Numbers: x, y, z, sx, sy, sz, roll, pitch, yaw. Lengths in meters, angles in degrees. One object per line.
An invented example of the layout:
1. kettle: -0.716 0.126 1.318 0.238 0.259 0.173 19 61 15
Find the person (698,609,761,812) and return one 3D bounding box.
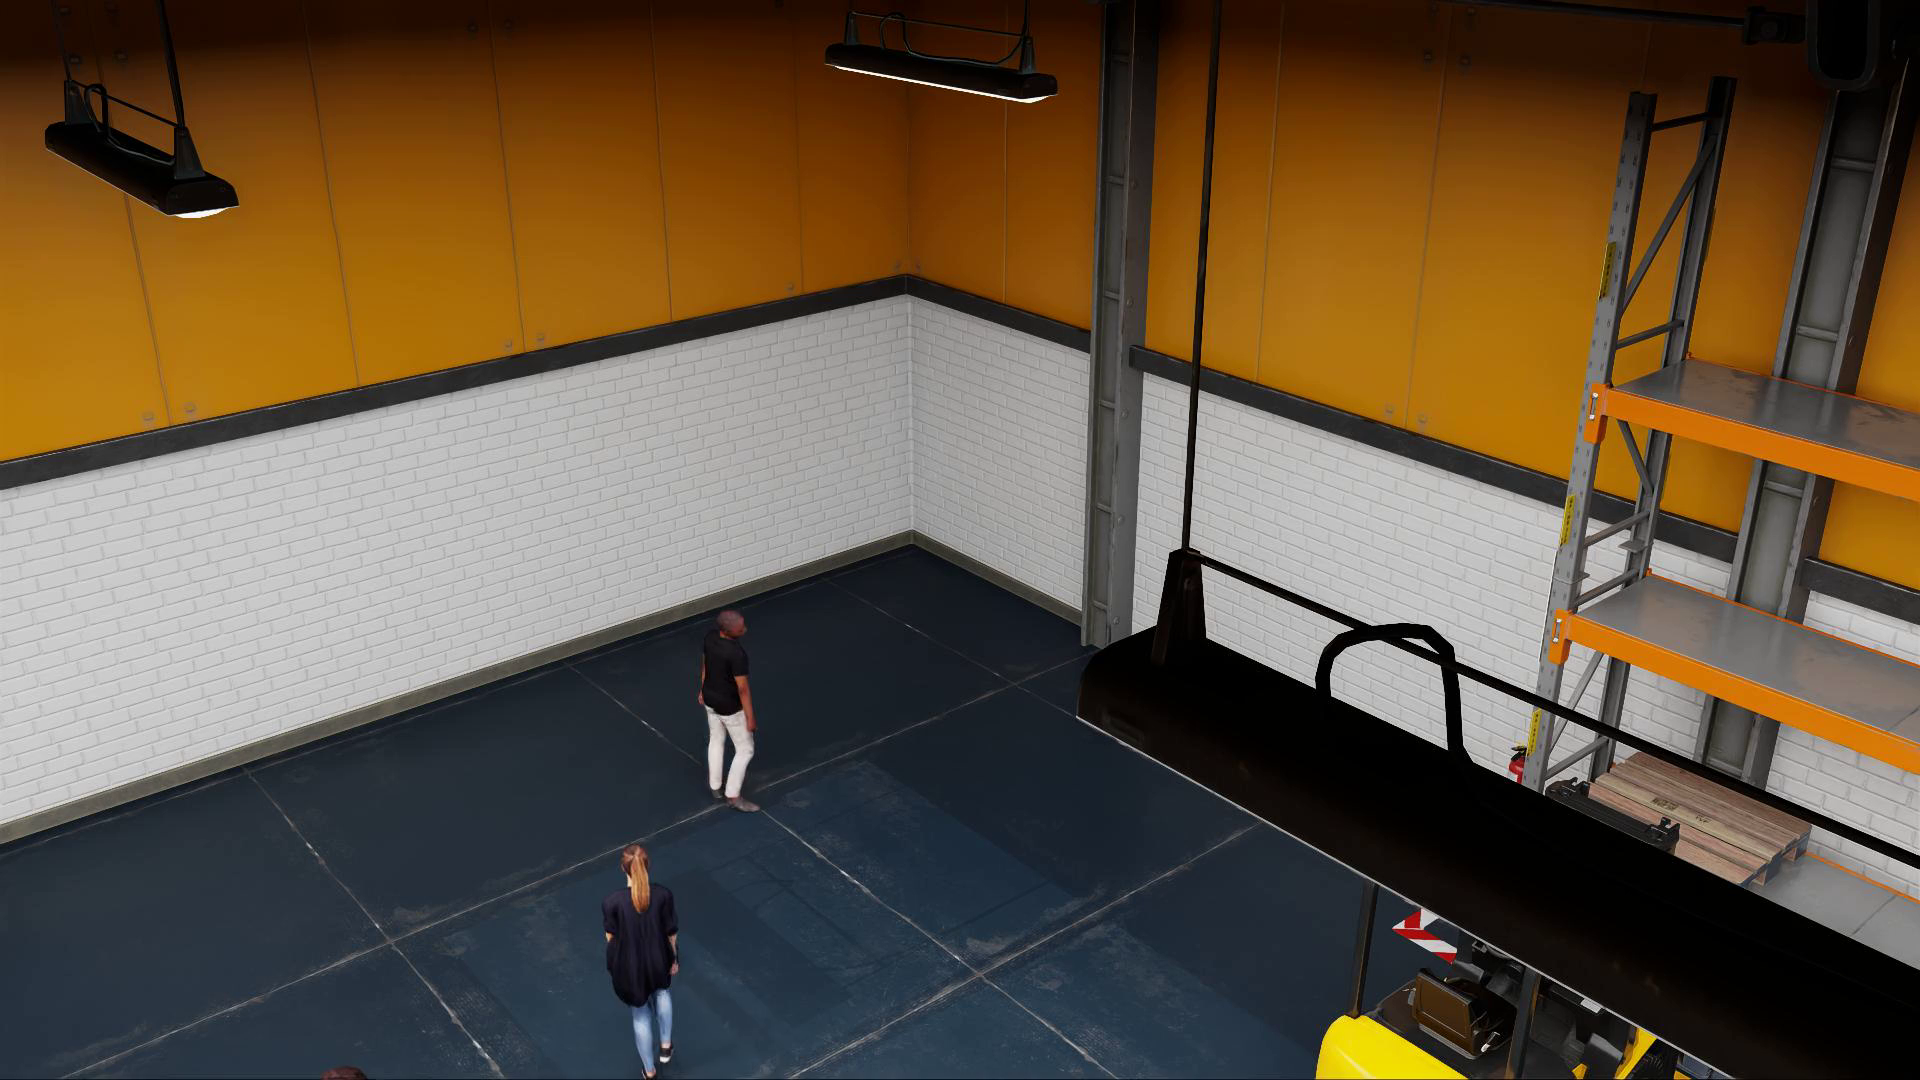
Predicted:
1. person: -1.900 1.319 13.300 0.523 1.779 0.921 15 28 31

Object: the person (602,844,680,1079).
1. person: -1.950 2.688 10.312 0.744 1.665 0.824 -9 25 -19
